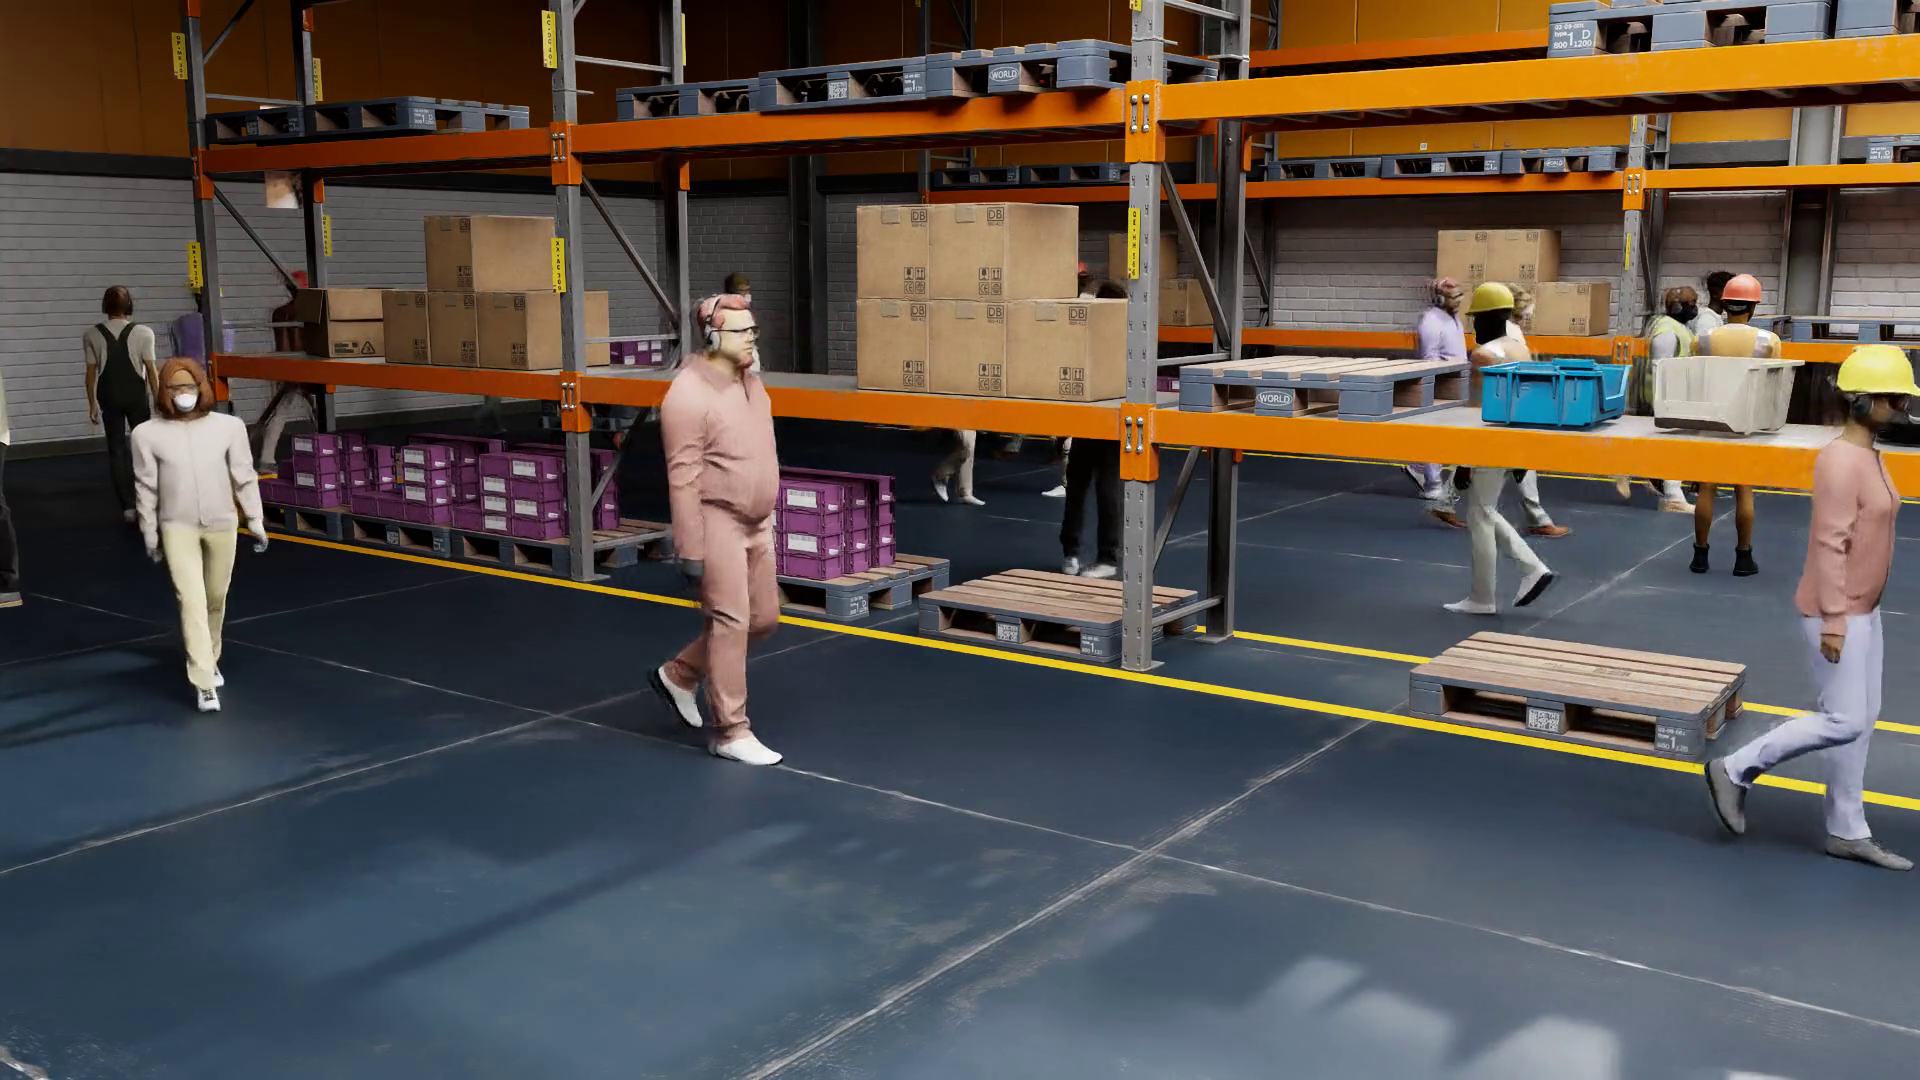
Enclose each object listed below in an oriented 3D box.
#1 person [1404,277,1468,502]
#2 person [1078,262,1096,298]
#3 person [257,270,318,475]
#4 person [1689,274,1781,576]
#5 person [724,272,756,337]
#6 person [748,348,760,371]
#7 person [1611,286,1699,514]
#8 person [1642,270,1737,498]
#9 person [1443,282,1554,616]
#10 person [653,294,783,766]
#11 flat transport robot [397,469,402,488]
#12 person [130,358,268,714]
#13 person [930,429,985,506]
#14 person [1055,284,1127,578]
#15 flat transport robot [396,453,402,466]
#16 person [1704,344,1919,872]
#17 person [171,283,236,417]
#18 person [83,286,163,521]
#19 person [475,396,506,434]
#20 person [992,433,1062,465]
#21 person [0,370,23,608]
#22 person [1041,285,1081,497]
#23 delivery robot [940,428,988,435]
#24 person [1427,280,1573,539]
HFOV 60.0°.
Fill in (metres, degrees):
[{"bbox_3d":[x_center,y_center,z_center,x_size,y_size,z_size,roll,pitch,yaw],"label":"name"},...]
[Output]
[{"bbox_3d":[4.025,-1.252,13.951,0.447,1.888,0.669,6,11,32],"label":"person"},{"bbox_3d":[1.162,-1.813,16.943,0.643,1.992,0.894,-7,12,-37],"label":"person"},{"bbox_3d":[-6.290,-1.576,15.756,0.614,1.947,1.022,4,10,22],"label":"person"},{"bbox_3d":[4.973,-0.737,10.736,0.552,1.934,0.373,6,11,30],"label":"person"},{"bbox_3d":[-1.833,-1.300,14.145,0.605,1.922,0.641,5,11,29],"label":"person"},{"bbox_3d":[-1.788,-1.003,13.339,0.859,1.591,0.543,2,10,14],"label":"person"},{"bbox_3d":[5.675,-1.138,13.446,0.665,1.828,0.630,5,11,29],"label":"person"},{"bbox_3d":[6.232,-1.310,14.164,0.721,1.950,0.616,5,11,26],"label":"person"},{"bbox_3d":[3.053,-0.501,9.443,0.510,1.911,0.590,8,12,38],"label":"person"},{"bbox_3d":[-0.993,-0.043,6.727,0.576,1.893,0.656,4,10,20],"label":"person"},{"bbox_3d":[-4.570,-0.490,14.220,1.431,0.197,0.652,-3,10,-18],"label":"flat transport robot"},{"bbox_3d":[-3.494,-0.044,7.643,0.509,1.588,0.848,-7,12,-34],"label":"person"},{"bbox_3d":[0.019,-1.079,13.678,0.388,1.624,0.540,5,11,25],"label":"person"},{"bbox_3d":[0.902,-0.685,10.628,0.609,1.881,0.452,4,10,24],"label":"person"},{"bbox_3d":[-5.153,-0.639,15.103,0.652,0.197,1.431,-3,10,-18],"label":"flat transport robot"},{"bbox_3d":[2.908,0.222,5.555,0.559,1.752,0.538,8,13,41],"label":"person"},{"bbox_3d":[-6.392,-1.291,14.160,0.590,1.895,0.855,1,10,9],"label":"person"},{"bbox_3d":[-6.560,-1.077,13.088,0.546,1.823,0.662,-3,10,-19],"label":"person"},{"bbox_3d":[-5.459,-2.062,19.231,0.491,1.720,0.683,3,10,17],"label":"person"},{"bbox_3d":[0.752,-1.697,16.606,1.005,1.896,0.645,7,12,36],"label":"person"},{"bbox_3d":[-5.764,-0.580,9.676,0.406,1.987,0.608,-9,13,-43],"label":"person"},{"bbox_3d":[0.903,-1.300,14.276,0.328,1.876,0.513,4,10,24],"label":"person"},{"bbox_3d":[0.019,-1.407,18.556,0.707,0.478,0.477,6,11,32],"label":"delivery robot"},{"bbox_3d":[3.977,-0.963,12.260,1.034,1.894,0.635,3,10,19],"label":"person"}]
